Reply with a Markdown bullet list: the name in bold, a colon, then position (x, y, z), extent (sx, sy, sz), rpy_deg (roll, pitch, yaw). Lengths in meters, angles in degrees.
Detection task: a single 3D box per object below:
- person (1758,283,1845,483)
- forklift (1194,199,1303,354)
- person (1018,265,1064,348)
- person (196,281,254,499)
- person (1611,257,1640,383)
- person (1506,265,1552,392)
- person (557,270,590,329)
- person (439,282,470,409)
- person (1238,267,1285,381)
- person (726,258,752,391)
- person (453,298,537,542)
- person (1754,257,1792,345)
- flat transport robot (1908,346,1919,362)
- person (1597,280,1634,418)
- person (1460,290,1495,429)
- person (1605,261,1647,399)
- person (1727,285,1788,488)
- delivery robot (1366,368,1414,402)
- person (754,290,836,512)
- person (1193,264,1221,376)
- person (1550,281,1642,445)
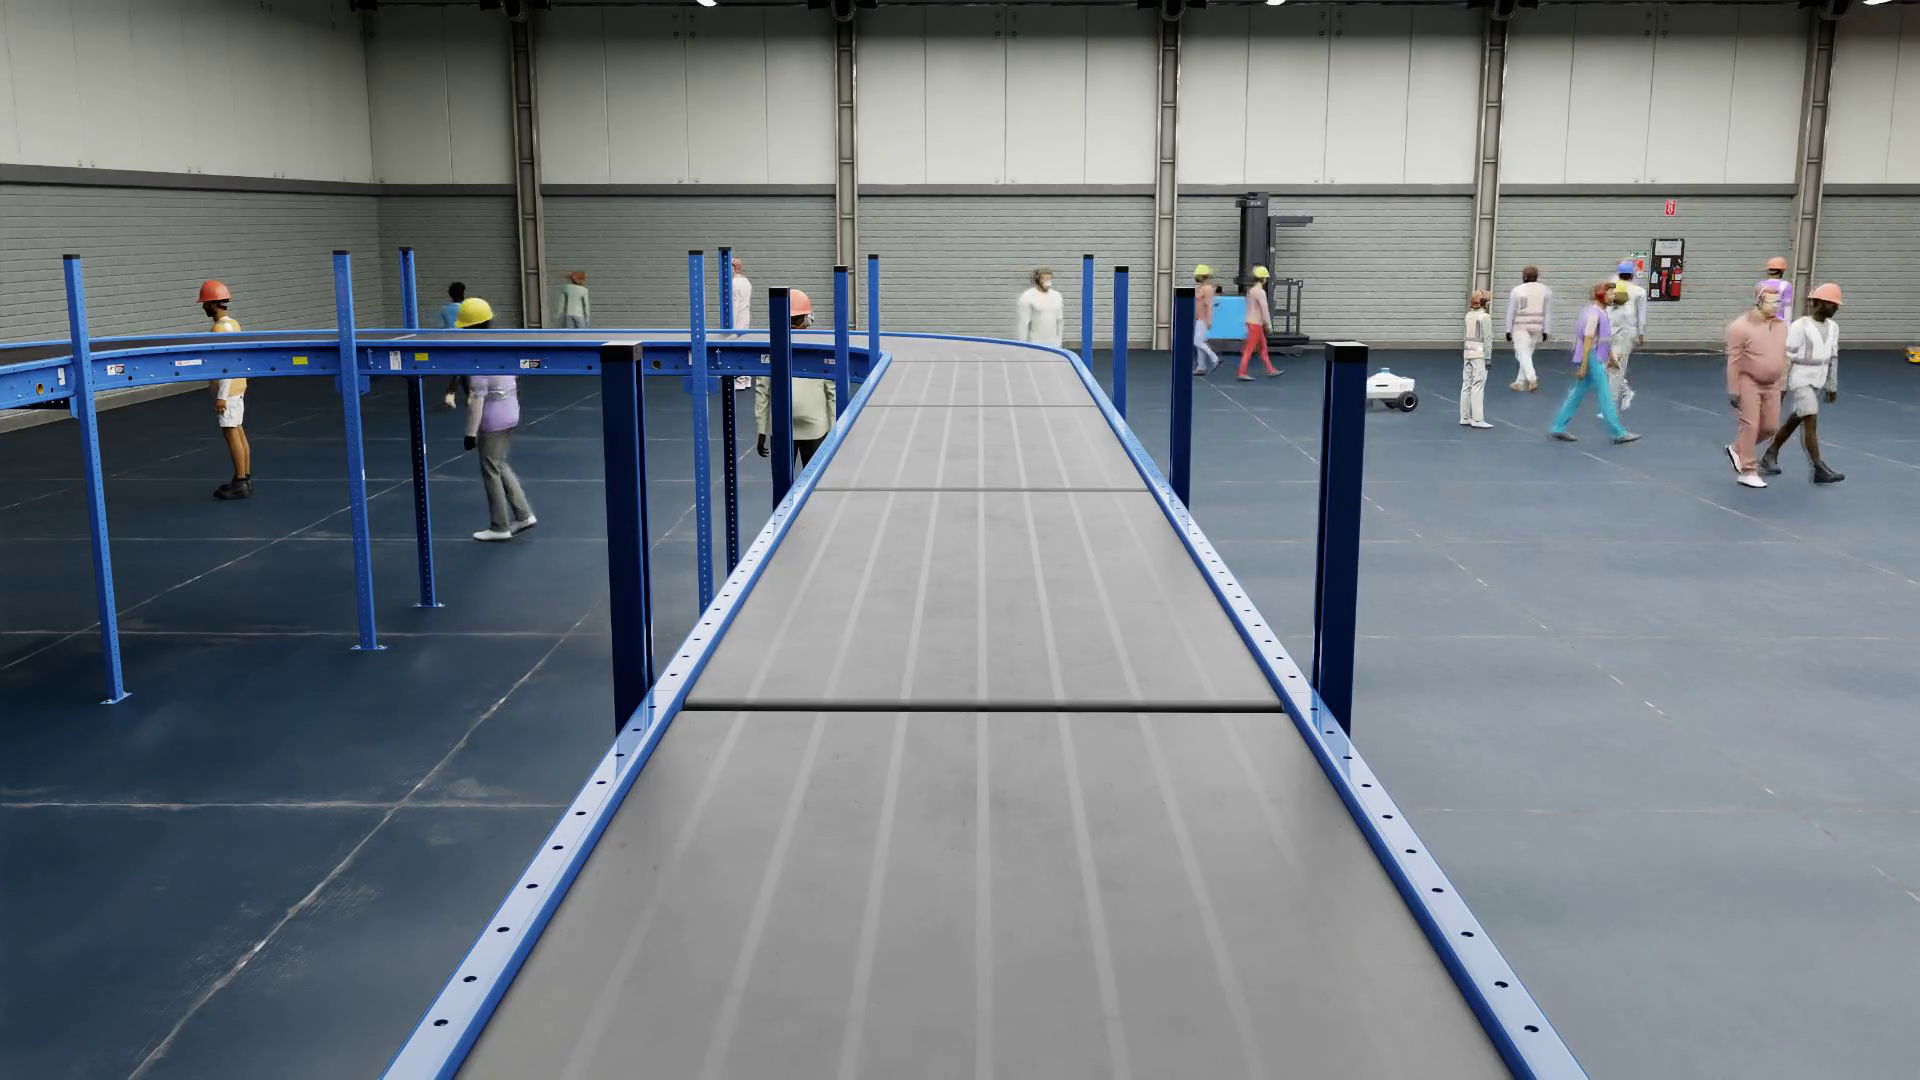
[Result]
- **person**: position (8.139, -1.518, 15.965), extent (0.557, 1.879, 1.022), rpy_deg (-4, 12, -22)
- **forklift**: position (5.313, -4.851, 30.603), extent (1.873, 2.768, 1.129), rpy_deg (0, 11, 1)
- **person**: position (0.982, -2.409, 20.425), extent (0.629, 1.924, 0.538), rpy_deg (-7, 13, -33)
- **person**: position (-6.600, -1.347, 14.917), extent (0.363, 1.934, 0.553), rpy_deg (-2, 11, -12)
- **person**: position (10.086, -3.316, 25.152), extent (0.648, 1.888, 0.588), rpy_deg (-10, 15, -42)
- **person**: position (8.183, -3.036, 23.913), extent (0.627, 1.819, 0.844), rpy_deg (-2, 11, -12)
- **person**: position (-6.596, -3.770, 28.242), extent (0.656, 1.596, 0.357), rpy_deg (2, 11, 10)
- **person**: position (-6.598, -2.560, 21.870), extent (0.534, 1.663, 0.862), rpy_deg (4, 12, 21)
- **person**: position (4.666, -3.312, 25.557), extent (0.866, 1.731, 0.538), rpy_deg (-1, 11, -6)
- **person**: position (-3.257, -3.128, 24.148), extent (0.403, 1.906, 0.652), rpy_deg (2, 11, 13)
- **person**: position (-3.600, -0.914, 12.802), extent (0.449, 1.893, 0.636), rpy_deg (1, 11, 6)
- **person**: position (11.765, -3.131, 24.103), extent (0.422, 1.927, 0.563), rpy_deg (-8, 13, -35)
- **flat transport robot**: position (16.922, -3.231, 29.000), extent (0.652, 0.197, 1.431), rpy_deg (6, 12, 27)
- **person**: position (8.317, -2.411, 20.955), extent (0.536, 1.725, 0.483), rpy_deg (-3, 11, -15)
- **person**: position (6.183, -2.165, 19.884), extent (0.307, 1.641, 0.514), rpy_deg (-3, 11, -15)
- **person**: position (9.144, -2.907, 23.033), extent (0.619, 1.904, 0.979), rpy_deg (2, 11, 12)
- **person**: position (7.431, -1.451, 15.613), extent (0.657, 1.882, 0.567), rpy_deg (-3, 11, -16)
- **delivery robot**: position (5.544, -2.002, 21.701), extent (0.707, 0.478, 0.477), rpy_deg (-2, 11, -11)
- **person**: position (-1.151, -0.767, 11.822), extent (0.628, 1.999, 0.422), rpy_deg (1, 11, 7)
- **person**: position (3.861, -3.485, 26.382), extent (0.431, 1.754, 0.530), rpy_deg (-1, 11, -4)
- **person**: position (7.090, -1.968, 18.486), extent (0.972, 1.789, 0.570), rpy_deg (5, 12, 23)
